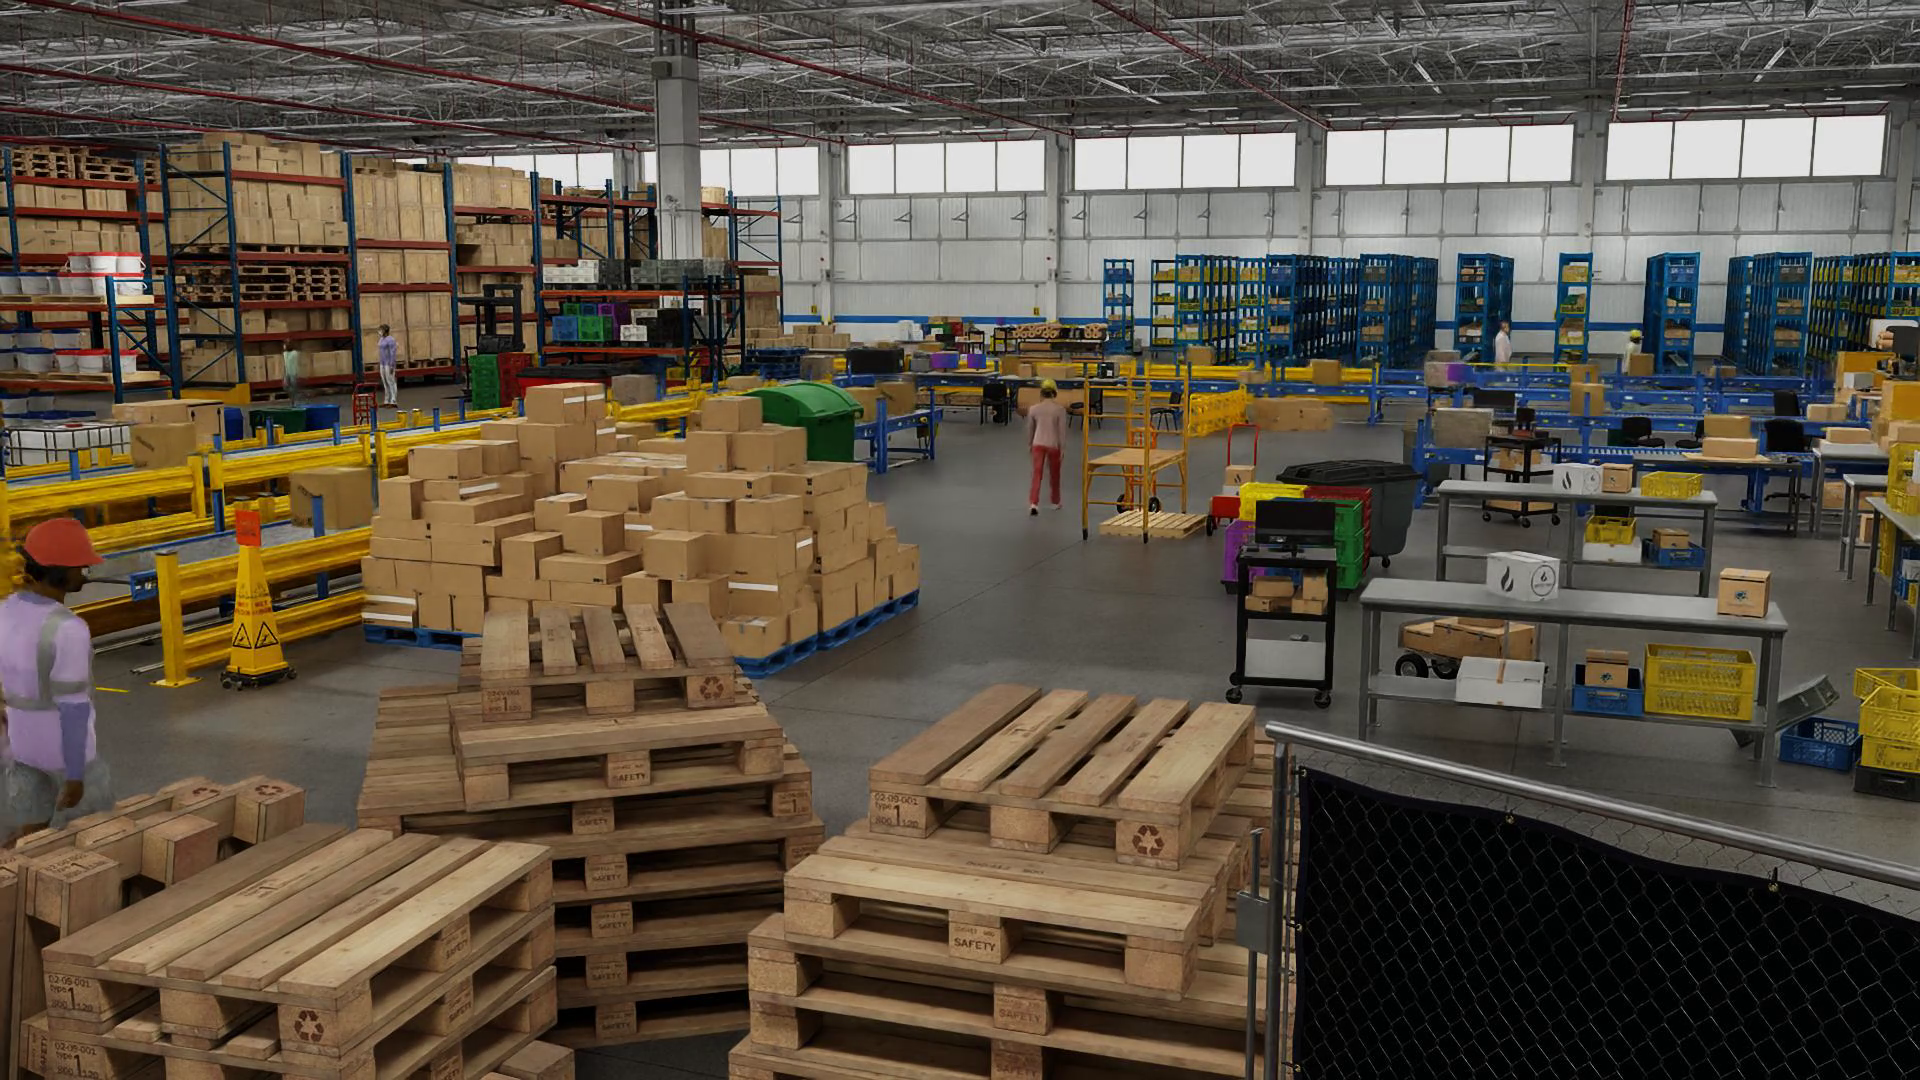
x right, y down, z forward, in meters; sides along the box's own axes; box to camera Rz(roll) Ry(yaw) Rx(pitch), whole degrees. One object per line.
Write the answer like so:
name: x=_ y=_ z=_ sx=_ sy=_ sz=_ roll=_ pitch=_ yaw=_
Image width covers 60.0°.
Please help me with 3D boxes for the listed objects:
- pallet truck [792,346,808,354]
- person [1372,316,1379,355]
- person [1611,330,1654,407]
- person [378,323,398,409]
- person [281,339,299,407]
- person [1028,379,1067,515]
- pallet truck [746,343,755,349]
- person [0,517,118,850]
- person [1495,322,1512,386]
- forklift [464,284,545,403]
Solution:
pallet truck: x=-3.705 y=-4.298 z=42.022 sx=0.653 sy=1.274 sz=1.630 roll=3 pitch=10 yaw=20
person: x=13.112 y=-6.331 z=52.663 sx=0.415 sy=1.985 sz=0.611 roll=3 pitch=10 yaw=19
person: x=15.557 y=-3.968 z=38.444 sx=0.924 sy=1.784 sz=0.613 roll=3 pitch=10 yaw=19
person: x=-13.059 y=-3.960 z=37.905 sx=0.369 sy=1.939 sz=0.631 roll=-9 pitch=13 yaw=-44
person: x=-14.936 y=-3.679 z=37.109 sx=0.511 sy=1.618 sz=0.342 roll=6 pitch=11 yaw=33
person: x=1.092 y=-1.185 z=21.185 sx=0.533 sy=1.720 sz=0.915 roll=3 pitch=9 yaw=17
pallet truck: x=-6.183 y=-4.618 z=44.264 sx=1.601 sy=1.201 sz=0.680 roll=-9 pitch=12 yaw=-43
person: x=-3.983 y=0.900 z=7.189 sx=0.625 sy=2.008 sz=0.910 roll=4 pitch=10 yaw=26
person: x=13.438 y=-4.443 z=41.083 sx=0.445 sy=1.888 sz=0.657 roll=5 pitch=11 yaw=30
forklift: x=-10.832 y=-4.702 z=39.610 sx=1.129 sy=2.768 sz=1.873 roll=3 pitch=10 yaw=20
